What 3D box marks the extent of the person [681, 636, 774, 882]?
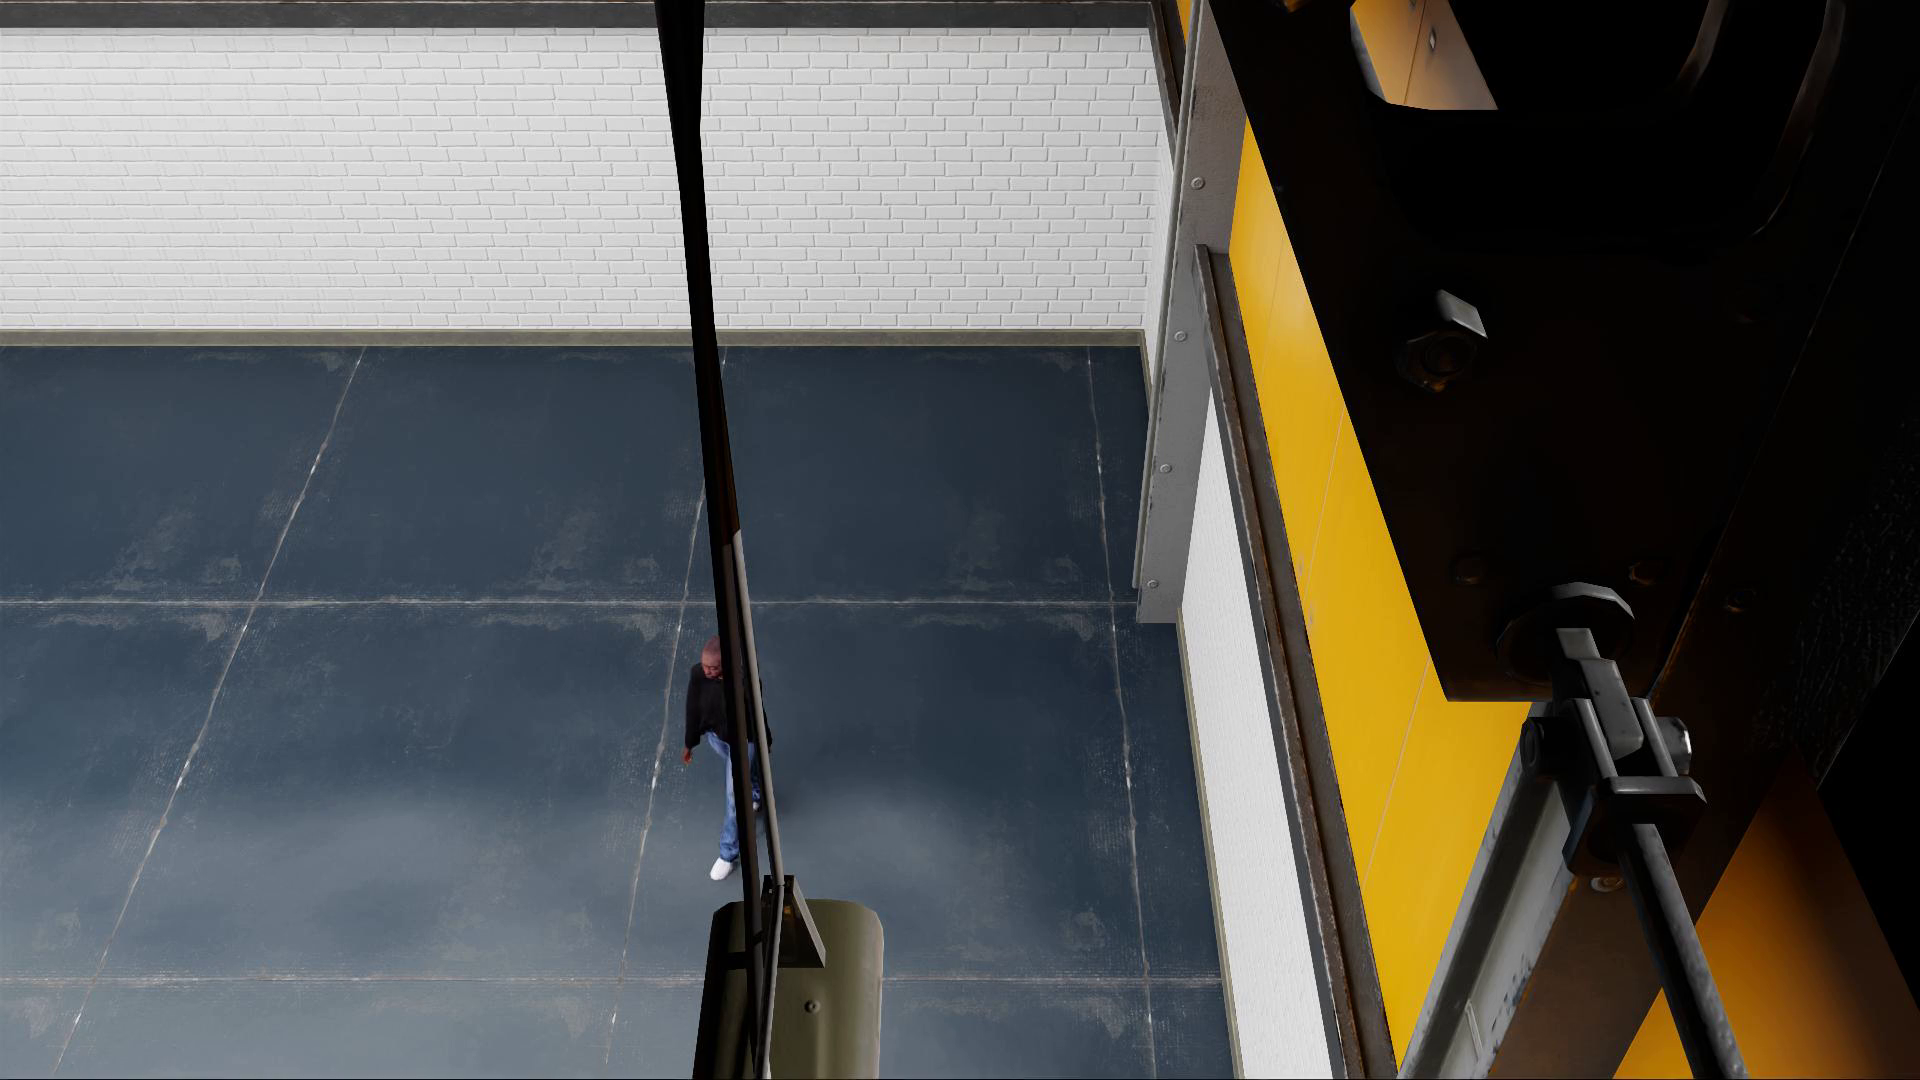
[{"bbox_3d":[-1.284,1.093,9.723,0.887,1.715,1.092,20,47,20],"label":"person"}]
